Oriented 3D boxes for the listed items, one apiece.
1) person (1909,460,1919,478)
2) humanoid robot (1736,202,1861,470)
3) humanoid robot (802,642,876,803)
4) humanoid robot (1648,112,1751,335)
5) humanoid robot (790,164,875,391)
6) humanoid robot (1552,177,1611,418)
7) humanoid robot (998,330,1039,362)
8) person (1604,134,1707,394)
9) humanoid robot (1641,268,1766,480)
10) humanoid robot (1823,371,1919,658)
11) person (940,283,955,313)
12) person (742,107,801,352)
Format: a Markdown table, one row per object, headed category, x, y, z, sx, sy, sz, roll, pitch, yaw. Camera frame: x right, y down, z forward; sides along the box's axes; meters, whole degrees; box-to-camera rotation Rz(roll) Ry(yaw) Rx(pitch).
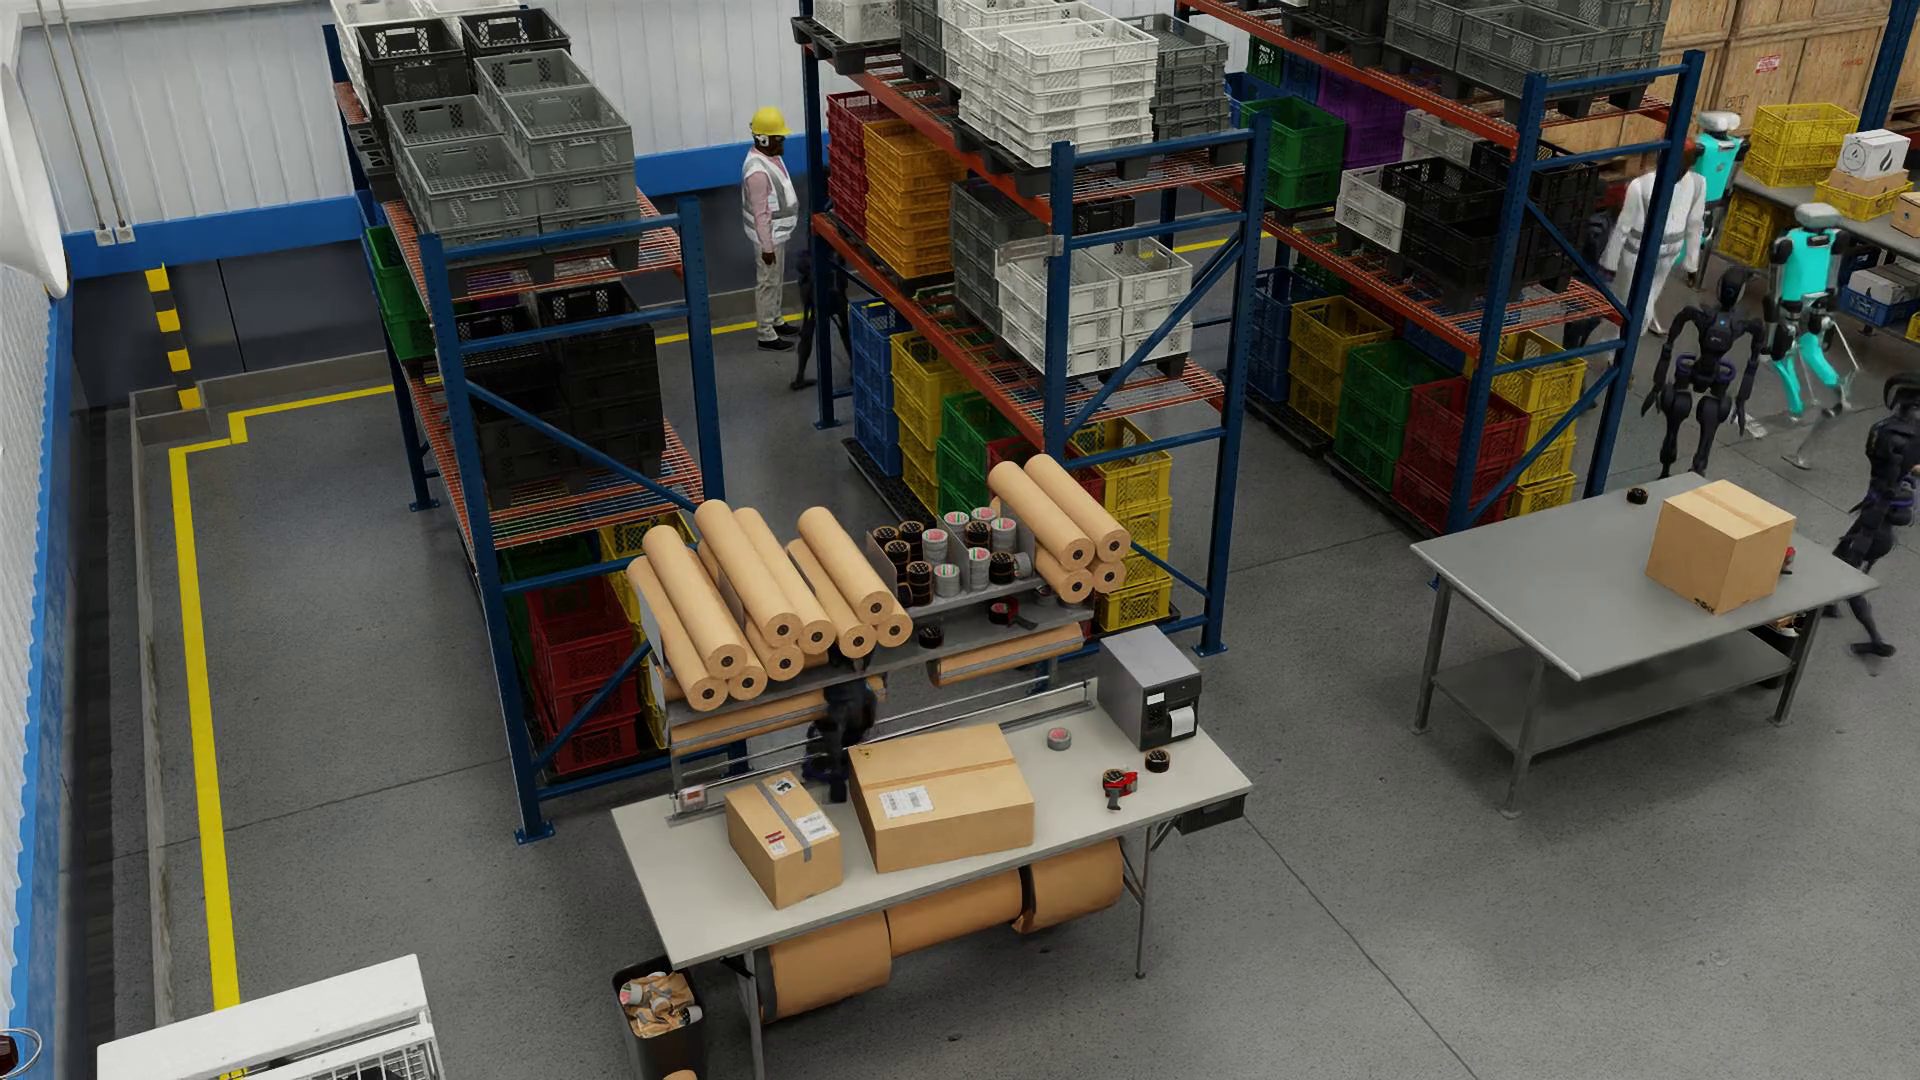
| category | x | y | z | sx | sy | sz | roll | pitch | yaw |
| --- | --- | --- | --- | --- | --- | --- | --- | --- | --- |
| person | 6.437 | -1.290 | 10.391 | 0.598 | 2.036 | 0.403 | 5 | 32 | 8 |
| humanoid robot | 5.407 | -1.198 | 10.530 | 0.542 | 1.735 | 0.951 | -9 | 33 | -14 |
| humanoid robot | -0.545 | 0.997 | 7.007 | 0.429 | 1.635 | 0.601 | 1 | 32 | 1 |
| humanoid robot | 5.320 | -2.346 | 12.484 | 0.546 | 1.891 | 0.782 | -10 | 33 | -15 |
| humanoid robot | -0.918 | -1.832 | 11.617 | 0.627 | 1.637 | 0.586 | -16 | 35 | -25 |
| humanoid robot | 4.260 | -1.664 | 11.329 | 0.401 | 1.638 | 0.596 | 1 | 32 | 2 |
| humanoid robot | 0.508 | -1.995 | 11.850 | 0.736 | 1.837 | 0.530 | 6 | 32 | 10 |
| person | 4.831 | -1.908 | 11.549 | 0.566 | 1.861 | 0.598 | -8 | 33 | -13 |
| humanoid robot | 4.484 | -0.883 | 10.096 | 0.601 | 1.621 | 0.780 | 12 | 34 | 19 |
| humanoid robot | 4.928 | -0.137 | 8.898 | 0.589 | 1.642 | 0.610 | 15 | 35 | 23 |
| person | 0.122 | -2.264 | 12.167 | 0.638 | 1.818 | 0.719 | 24 | 39 | 33 |
| person | -1.375 | -2.270 | 12.179 | 0.405 | 1.824 | 0.584 | 1 | 32 | 1 |
